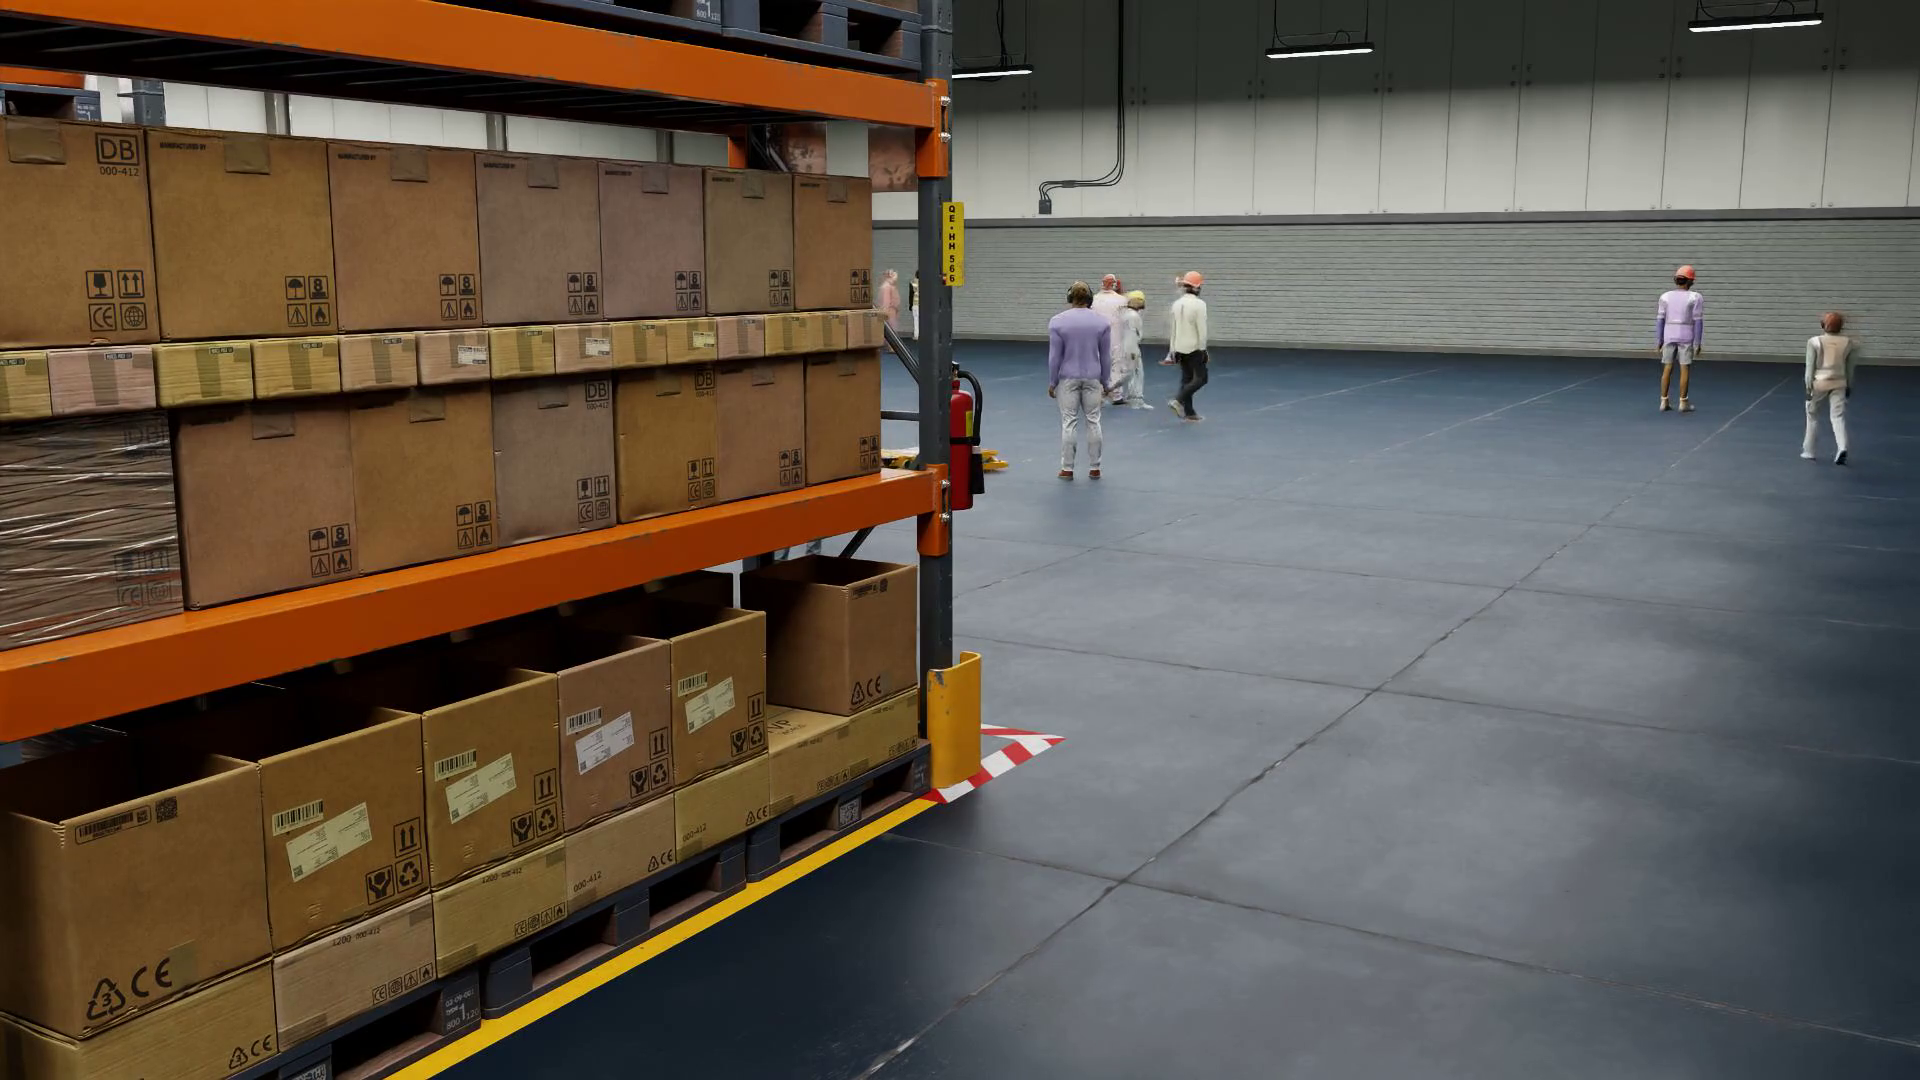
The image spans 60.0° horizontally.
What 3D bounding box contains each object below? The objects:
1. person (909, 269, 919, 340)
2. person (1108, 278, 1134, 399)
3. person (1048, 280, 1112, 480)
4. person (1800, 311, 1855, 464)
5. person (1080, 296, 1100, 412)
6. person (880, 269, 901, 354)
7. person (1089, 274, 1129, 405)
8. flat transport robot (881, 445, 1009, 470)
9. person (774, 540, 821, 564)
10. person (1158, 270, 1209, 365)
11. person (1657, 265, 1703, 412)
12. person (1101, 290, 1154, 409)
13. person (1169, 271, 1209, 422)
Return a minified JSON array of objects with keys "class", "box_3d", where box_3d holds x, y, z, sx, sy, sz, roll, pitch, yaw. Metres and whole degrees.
[{"class":"person","box_3d":[-1.038,-6.122,43.265,0.619,1.845,0.430,-3,10,-19]},{"class":"person","box_3d":[2.433,-3.087,25.511,0.587,1.850,0.941,-6,11,-29]},{"class":"person","box_3d":[1.161,-1.545,16.181,0.627,1.941,0.370,-1,10,-7]},{"class":"person","box_3d":[9.193,-1.610,17.552,0.526,1.605,0.811,1,10,5]},{"class":"person","box_3d":[1.705,-2.606,23.173,0.538,1.668,0.719,6,12,33]},{"class":"person","box_3d":[-1.563,-5.050,36.858,0.514,1.892,0.646,2,10,10]},{"class":"person","box_3d":[2.192,-2.937,24.427,0.641,1.909,0.409,5,11,25]},{"class":"flat transport robot","box_3d":[-0.279,-0.810,16.754,1.431,0.197,0.652,-6,11,-31]},{"class":"person","box_3d":[-1.125,-0.558,11.296,0.498,1.633,0.285,4,10,22]},{"class":"person","box_3d":[4.492,-4.410,33.084,0.983,1.905,0.638,2,10,11]},{"class":"person","box_3d":[10.110,-2.821,23.349,0.615,2.040,0.391,9,13,44]},{"class":"person","box_3d":[2.393,-2.706,23.708,0.697,1.694,0.512,2,10,9]},{"class":"person","box_3d":[2.975,-2.501,21.646,0.539,1.983,0.634,-6,11,-30]}]
